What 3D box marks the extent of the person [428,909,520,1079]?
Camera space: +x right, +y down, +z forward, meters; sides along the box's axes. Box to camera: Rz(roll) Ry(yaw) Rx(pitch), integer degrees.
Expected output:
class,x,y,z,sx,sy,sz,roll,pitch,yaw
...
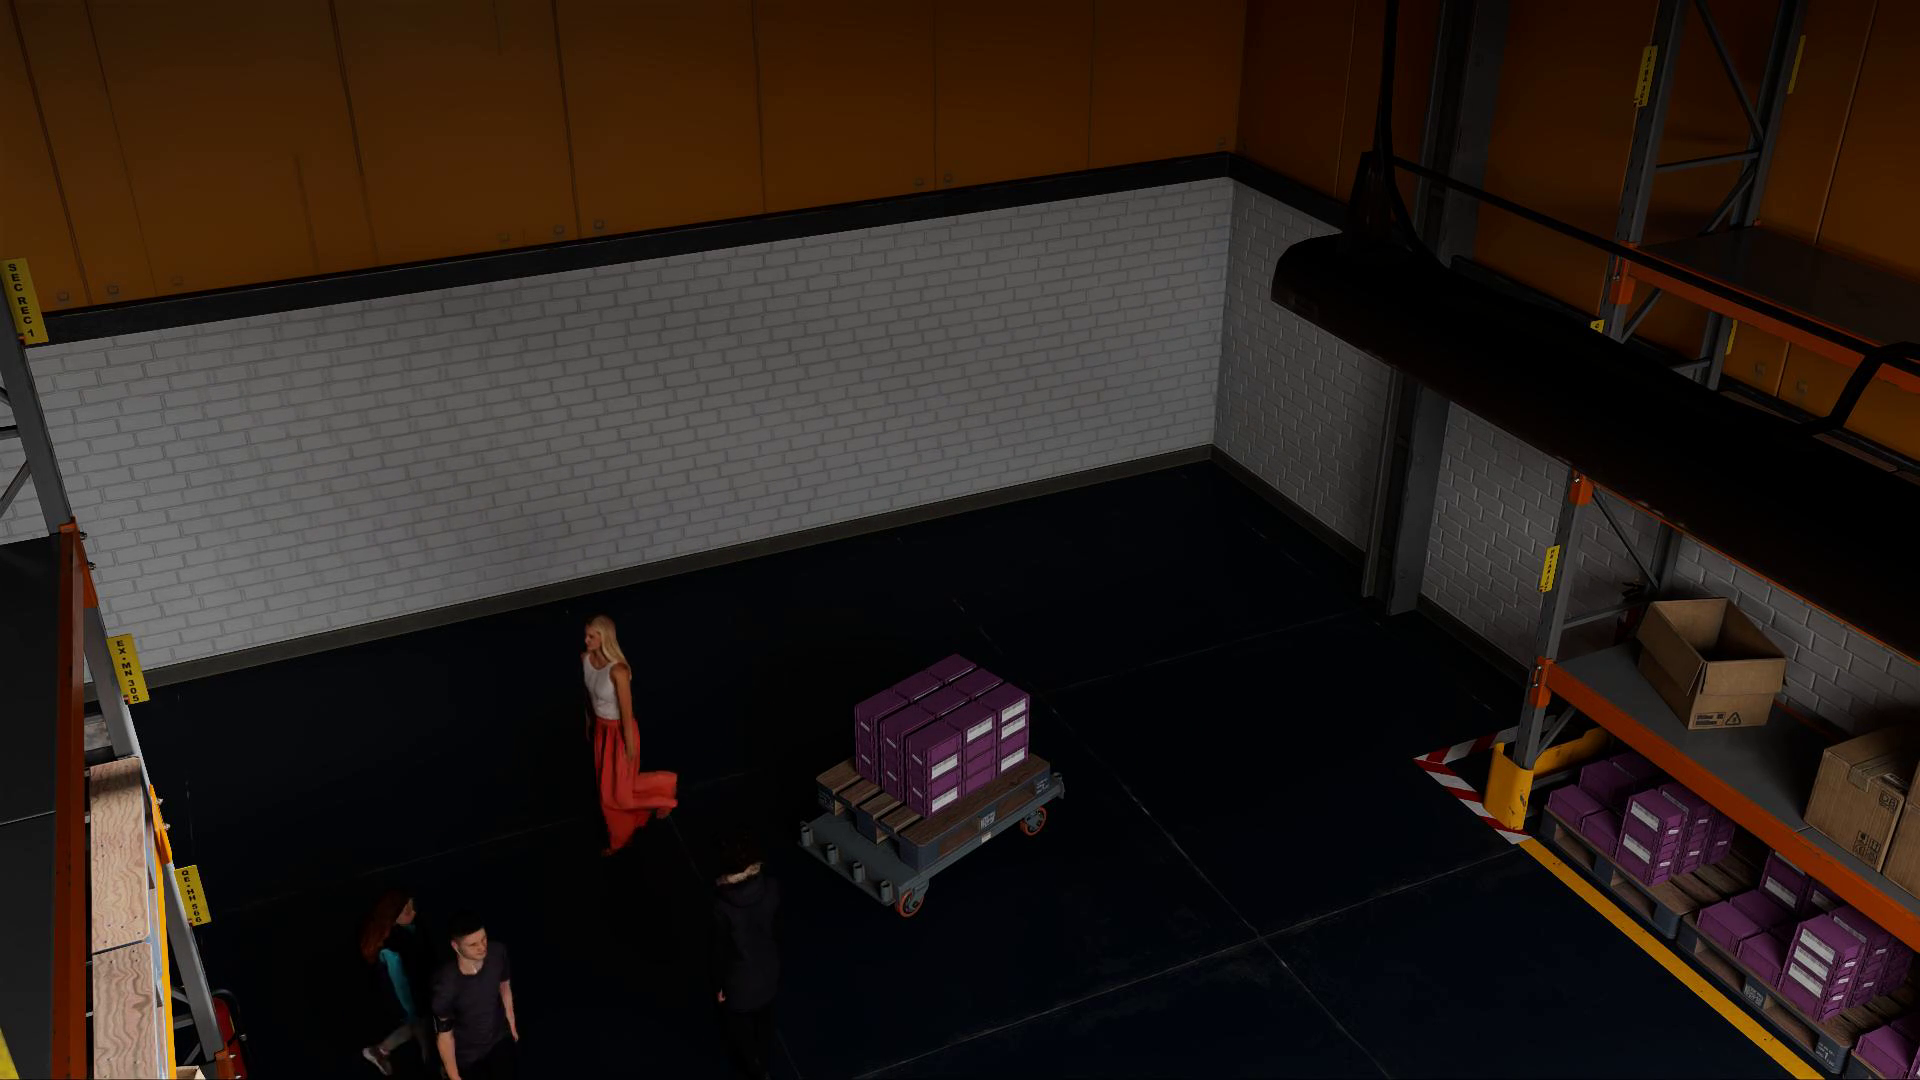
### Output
class,x,y,z,sx,sy,sz,roll,pitch,yaw
person,-2.503,2.534,8.483,1.149,1.728,0.901,23,36,36

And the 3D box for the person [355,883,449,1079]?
class,x,y,z,sx,sy,sz,roll,pitch,yaw
person,-3.016,2.433,8.932,0.785,1.477,0.829,-4,29,-8

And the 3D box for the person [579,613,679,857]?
class,x,y,z,sx,sy,sz,roll,pitch,yaw
person,-2.172,1.225,10.822,0.842,1.787,0.877,-26,38,-38

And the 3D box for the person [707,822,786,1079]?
class,x,y,z,sx,sy,sz,roll,pitch,yaw
person,-1.076,2.322,8.845,0.794,1.755,0.984,-25,38,-38
